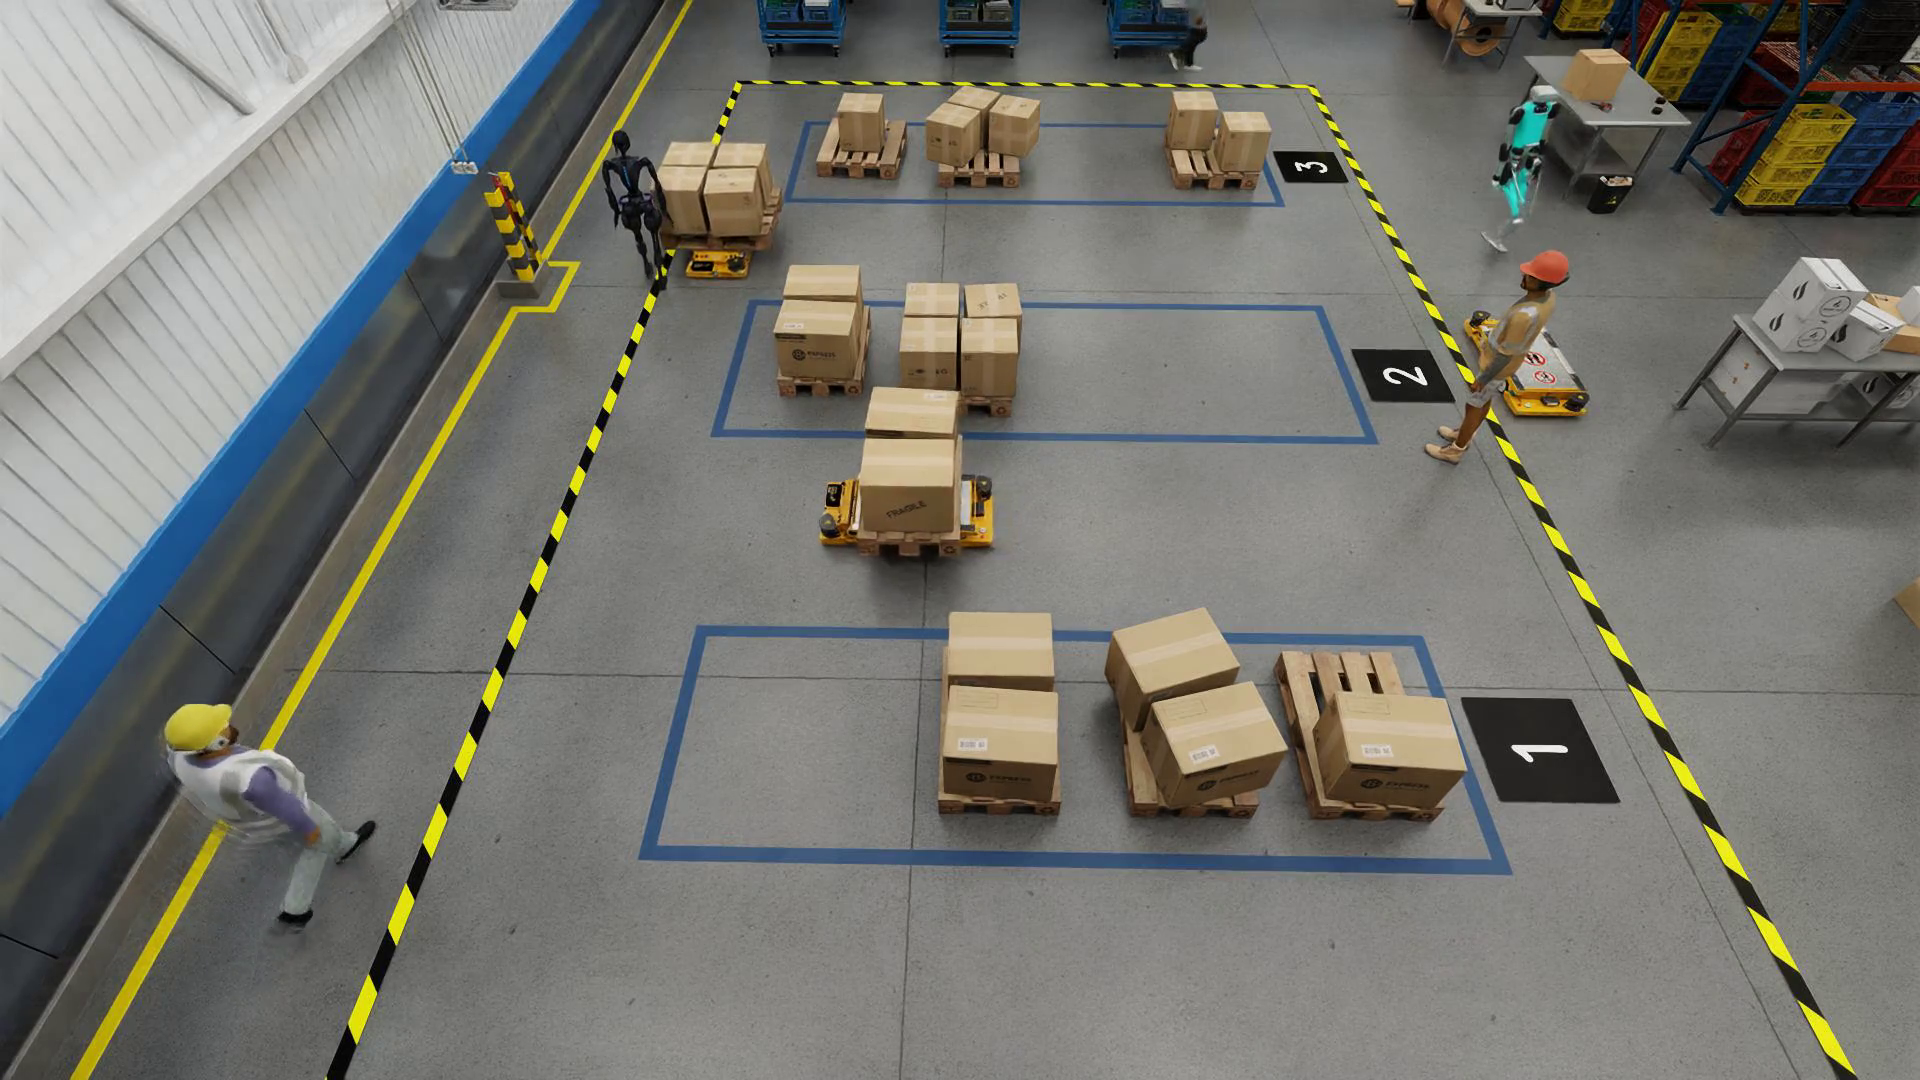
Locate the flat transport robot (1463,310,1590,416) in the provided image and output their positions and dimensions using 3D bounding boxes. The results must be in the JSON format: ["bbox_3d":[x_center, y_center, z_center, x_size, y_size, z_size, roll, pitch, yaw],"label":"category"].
[{"bbox_3d":[5.573,-1.757,9.054,0.659,0.231,1.431,1,49,1],"label":"flat transport robot"}]

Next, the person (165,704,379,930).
[{"bbox_3d":[-3.944,1.573,5.157,0.608,1.810,0.688,16,51,13],"label":"person"}]

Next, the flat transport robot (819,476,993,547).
[{"bbox_3d":[-0.442,-0.261,7.741,1.431,0.197,0.652,1,49,1],"label":"flat transport robot"}]

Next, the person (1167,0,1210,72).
[{"bbox_3d":[3.410,-7.640,13.113,0.573,1.838,0.599,-3,49,-2],"label":"person"}]

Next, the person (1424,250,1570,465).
[{"bbox_3d":[4.472,-1.491,7.648,0.359,2.046,0.613,34,57,26],"label":"person"}]

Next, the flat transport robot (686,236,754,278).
[{"bbox_3d":[-2.689,-3.506,10.549,0.652,0.197,1.431,1,49,1],"label":"flat transport robot"}]

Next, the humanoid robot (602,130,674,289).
[{"bbox_3d":[-3.354,-3.482,9.622,0.609,1.637,0.607,-8,50,-6],"label":"humanoid robot"}]

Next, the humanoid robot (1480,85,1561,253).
[{"bbox_3d":[6.113,-3.883,9.929,0.547,1.774,0.818,-9,50,-8],"label":"humanoid robot"}]
